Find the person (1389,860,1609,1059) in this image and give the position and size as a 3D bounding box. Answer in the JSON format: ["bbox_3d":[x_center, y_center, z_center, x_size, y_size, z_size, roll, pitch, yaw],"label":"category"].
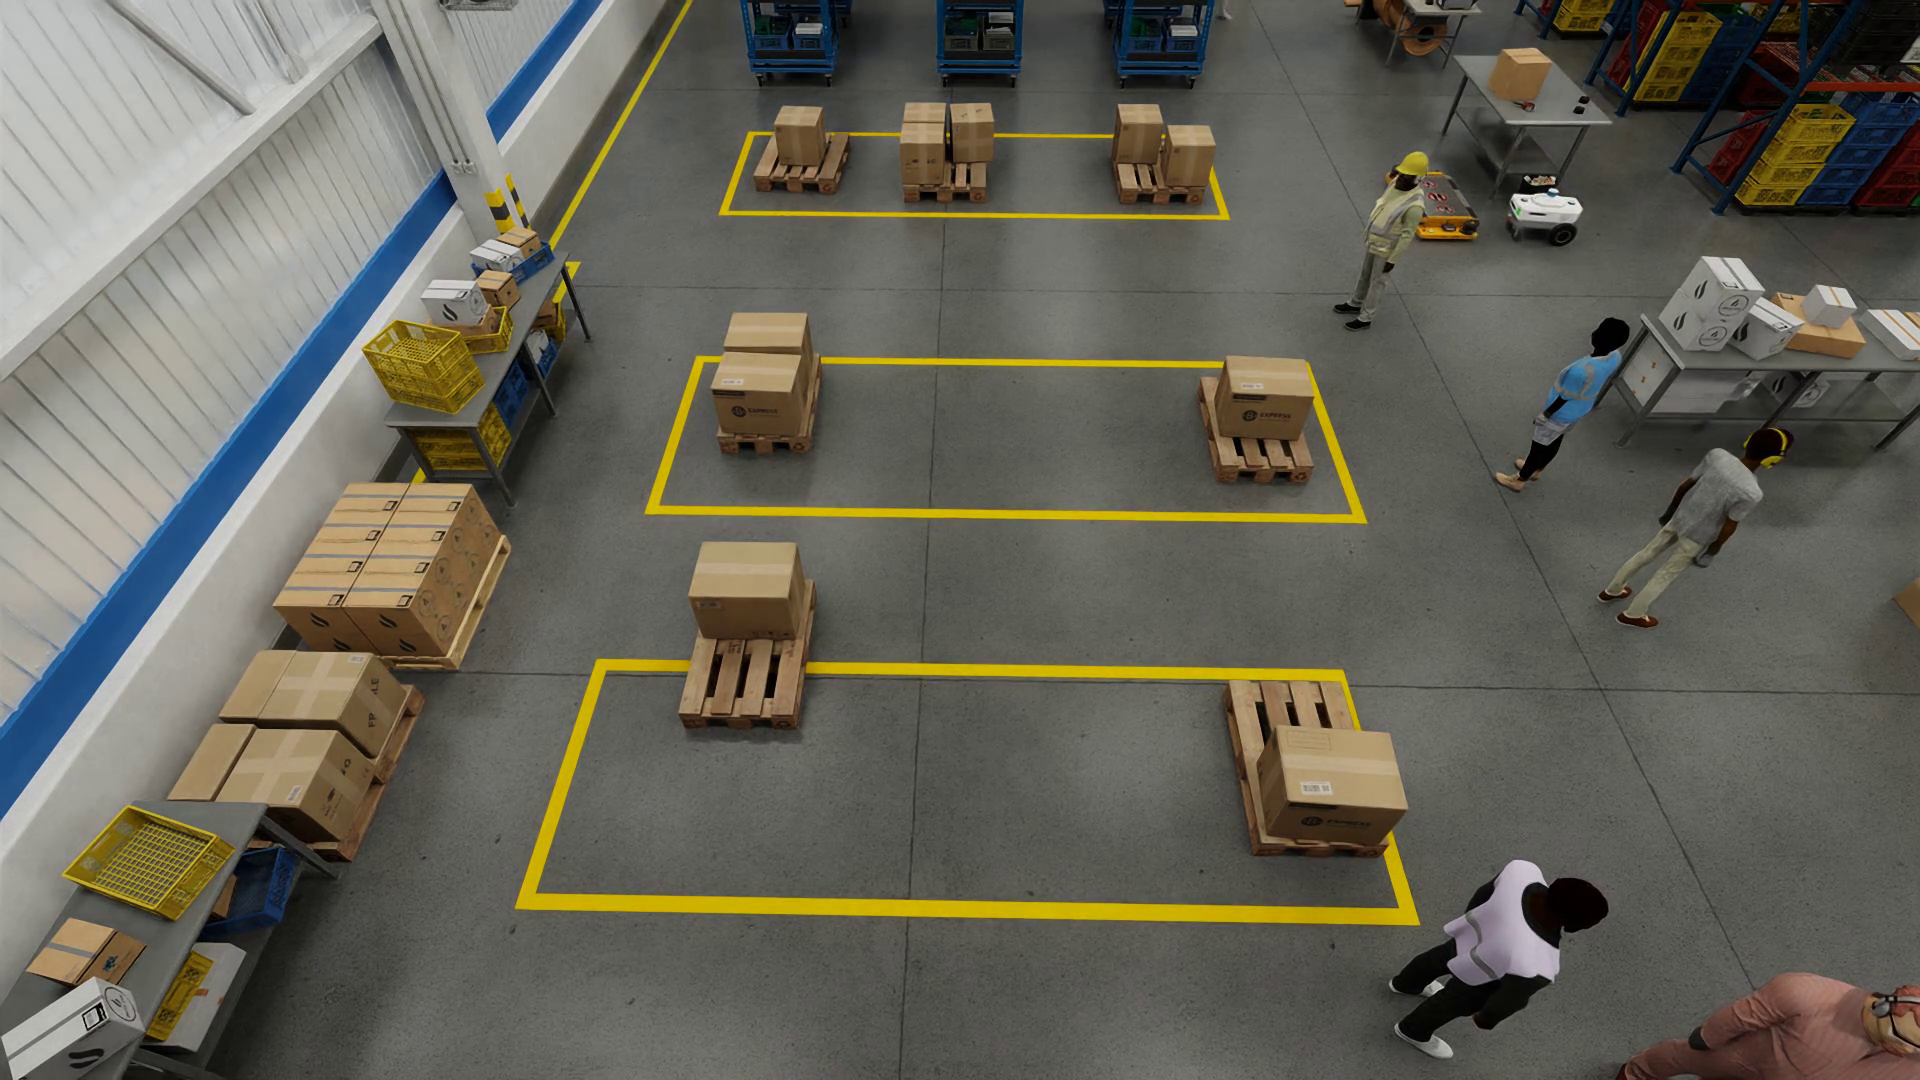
[{"bbox_3d":[2.627,2.114,4.603,0.385,1.918,0.596,10,50,9],"label":"person"}]

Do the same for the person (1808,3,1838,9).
[{"bbox_3d":[12.738,-8.150,13.511,0.337,1.880,0.584,-36,58,-27],"label":"person"}]

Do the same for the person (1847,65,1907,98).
[{"bbox_3d":[13.110,-7.090,12.557,0.630,1.940,0.372,-5,49,-4],"label":"person"}]

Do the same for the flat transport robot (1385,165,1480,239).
[{"bbox_3d":[5.692,-4.094,11.059,0.652,0.197,1.431,1,49,1],"label":"flat transport robot"}]

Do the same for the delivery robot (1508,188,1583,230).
[{"bbox_3d":[6.728,-3.808,10.565,0.707,0.478,0.477,7,49,6],"label":"delivery robot"}]

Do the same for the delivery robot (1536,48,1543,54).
[{"bbox_3d":[8.132,-6.786,13.142,0.477,0.478,0.707,22,53,18],"label":"delivery robot"}]

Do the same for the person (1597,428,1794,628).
[{"bbox_3d":[5.222,-0.068,6.531,0.328,1.861,0.509,-6,49,-5],"label":"person"}]

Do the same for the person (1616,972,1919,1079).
[{"bbox_3d":[3.835,2.468,4.304,0.639,1.910,0.406,21,52,17],"label":"person"}]

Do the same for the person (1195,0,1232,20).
[{"bbox_3d":[4.076,-9.062,14.477,0.767,1.612,0.344,-4,49,-4],"label":"person"}]

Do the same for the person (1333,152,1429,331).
[{"bbox_3d":[4.161,-2.924,9.017,0.404,1.836,0.600,-3,49,-3],"label":"person"}]

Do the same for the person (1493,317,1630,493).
[{"bbox_3d":[4.954,-1.085,7.517,0.535,1.697,0.318,-25,54,-20],"label":"person"}]
